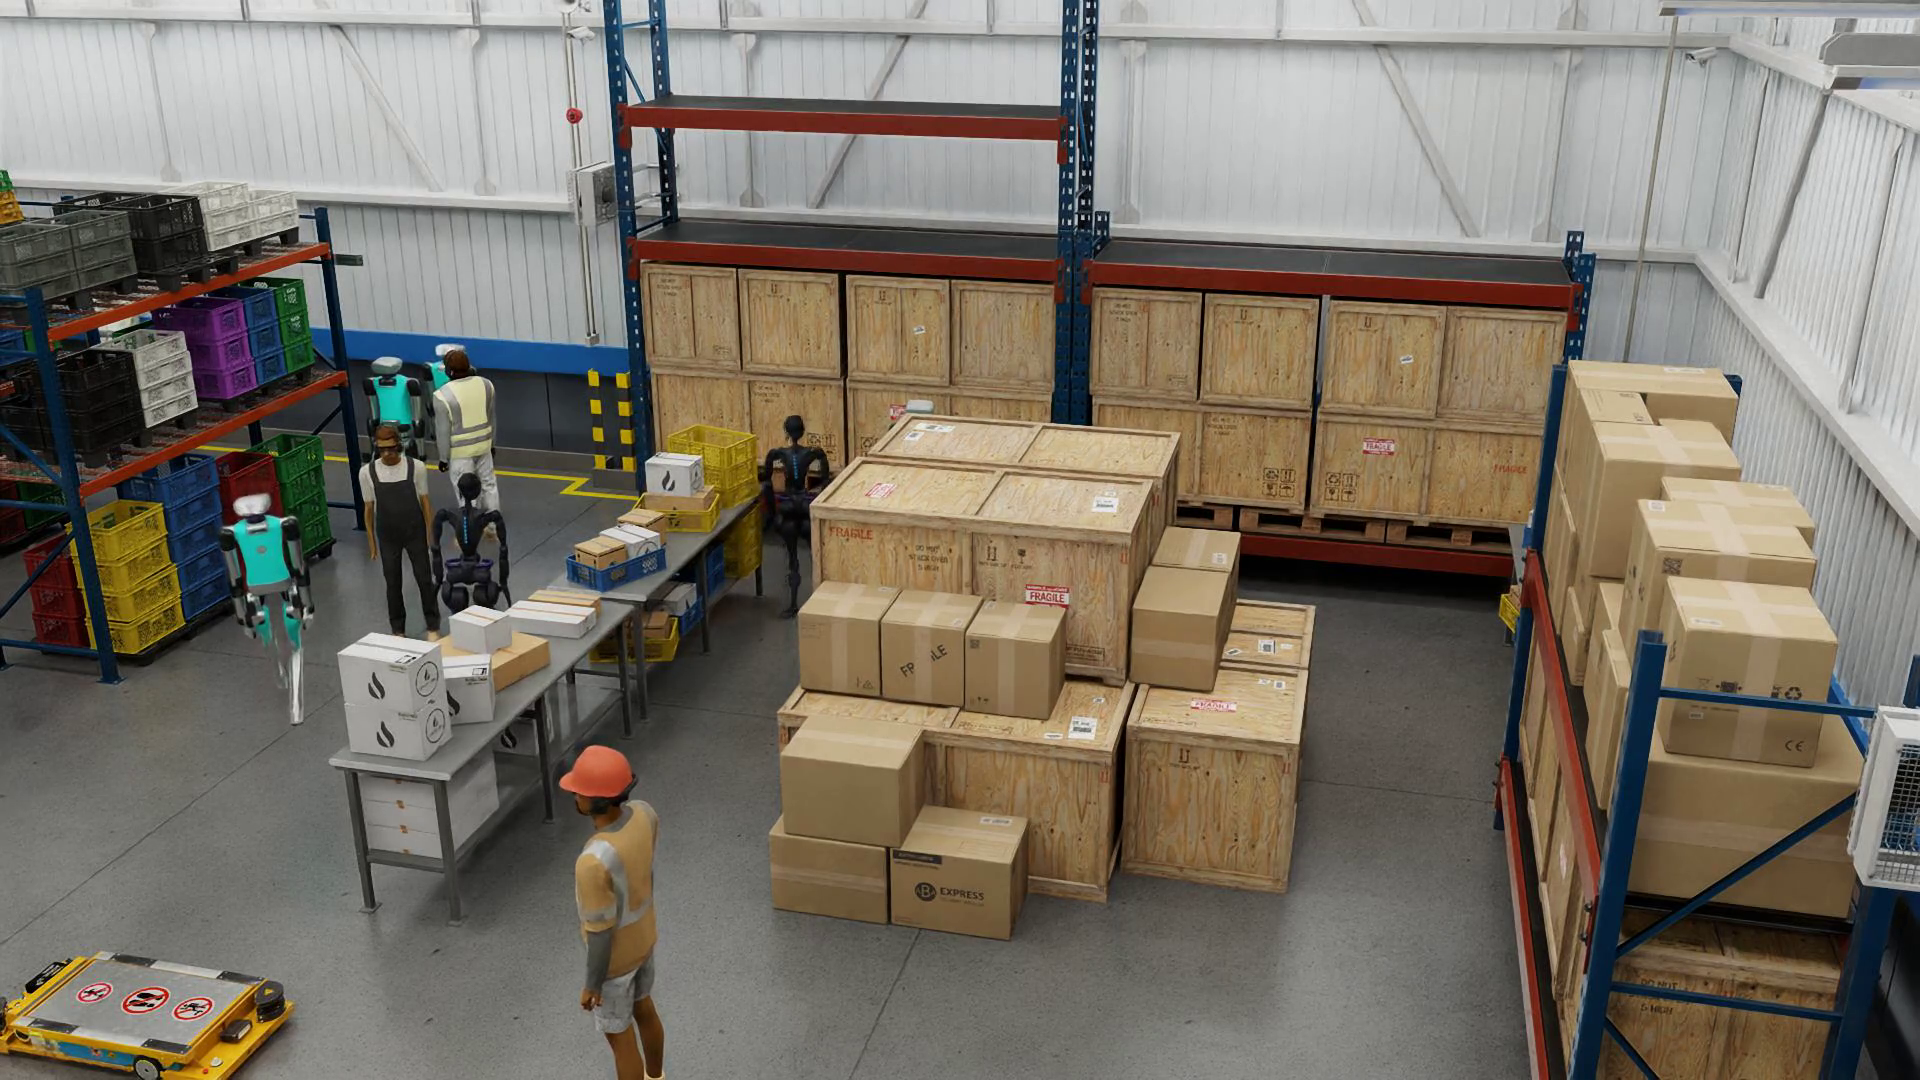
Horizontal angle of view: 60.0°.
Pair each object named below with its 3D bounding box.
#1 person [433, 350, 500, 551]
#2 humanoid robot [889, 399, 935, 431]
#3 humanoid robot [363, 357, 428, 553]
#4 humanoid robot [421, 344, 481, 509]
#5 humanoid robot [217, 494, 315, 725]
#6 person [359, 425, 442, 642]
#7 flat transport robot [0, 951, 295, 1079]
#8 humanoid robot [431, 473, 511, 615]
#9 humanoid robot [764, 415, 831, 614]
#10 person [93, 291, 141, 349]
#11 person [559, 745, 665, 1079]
[{"bbox_3d":[-4.435,-0.805,14.949,0.431,1.844,0.623,16,26,36],"label":"person"},{"bbox_3d":[-0.303,-0.254,13.464,0.533,1.677,0.735,-1,21,-2],"label":"humanoid robot"},{"bbox_3d":[-5.071,-0.718,14.764,0.532,1.729,0.723,3,21,8],"label":"humanoid robot"},{"bbox_3d":[-4.637,-1.019,15.630,0.545,1.777,0.685,4,21,10],"label":"humanoid robot"},{"bbox_3d":[-4.913,0.440,11.914,0.552,1.820,0.895,-8,22,-20],"label":"humanoid robot"},{"bbox_3d":[-4.344,-0.022,12.919,0.502,1.836,0.331,-6,22,-16],"label":"person"},{"bbox_3d":[-4.270,2.464,8.601,1.431,0.231,0.659,5,22,13],"label":"flat transport robot"},{"bbox_3d":[-3.628,0.297,12.308,0.596,1.637,0.589,-3,21,-7],"label":"humanoid robot"},{"bbox_3d":[-1.326,-0.206,13.705,0.602,1.649,0.714,0,21,1],"label":"humanoid robot"},{"bbox_3d":[-9.149,-2.007,18.107,0.562,1.836,0.389,-2,21,-6],"label":"person"},{"bbox_3d":[-1.589,1.866,7.675,0.361,2.047,0.611,5,21,12],"label":"person"}]
